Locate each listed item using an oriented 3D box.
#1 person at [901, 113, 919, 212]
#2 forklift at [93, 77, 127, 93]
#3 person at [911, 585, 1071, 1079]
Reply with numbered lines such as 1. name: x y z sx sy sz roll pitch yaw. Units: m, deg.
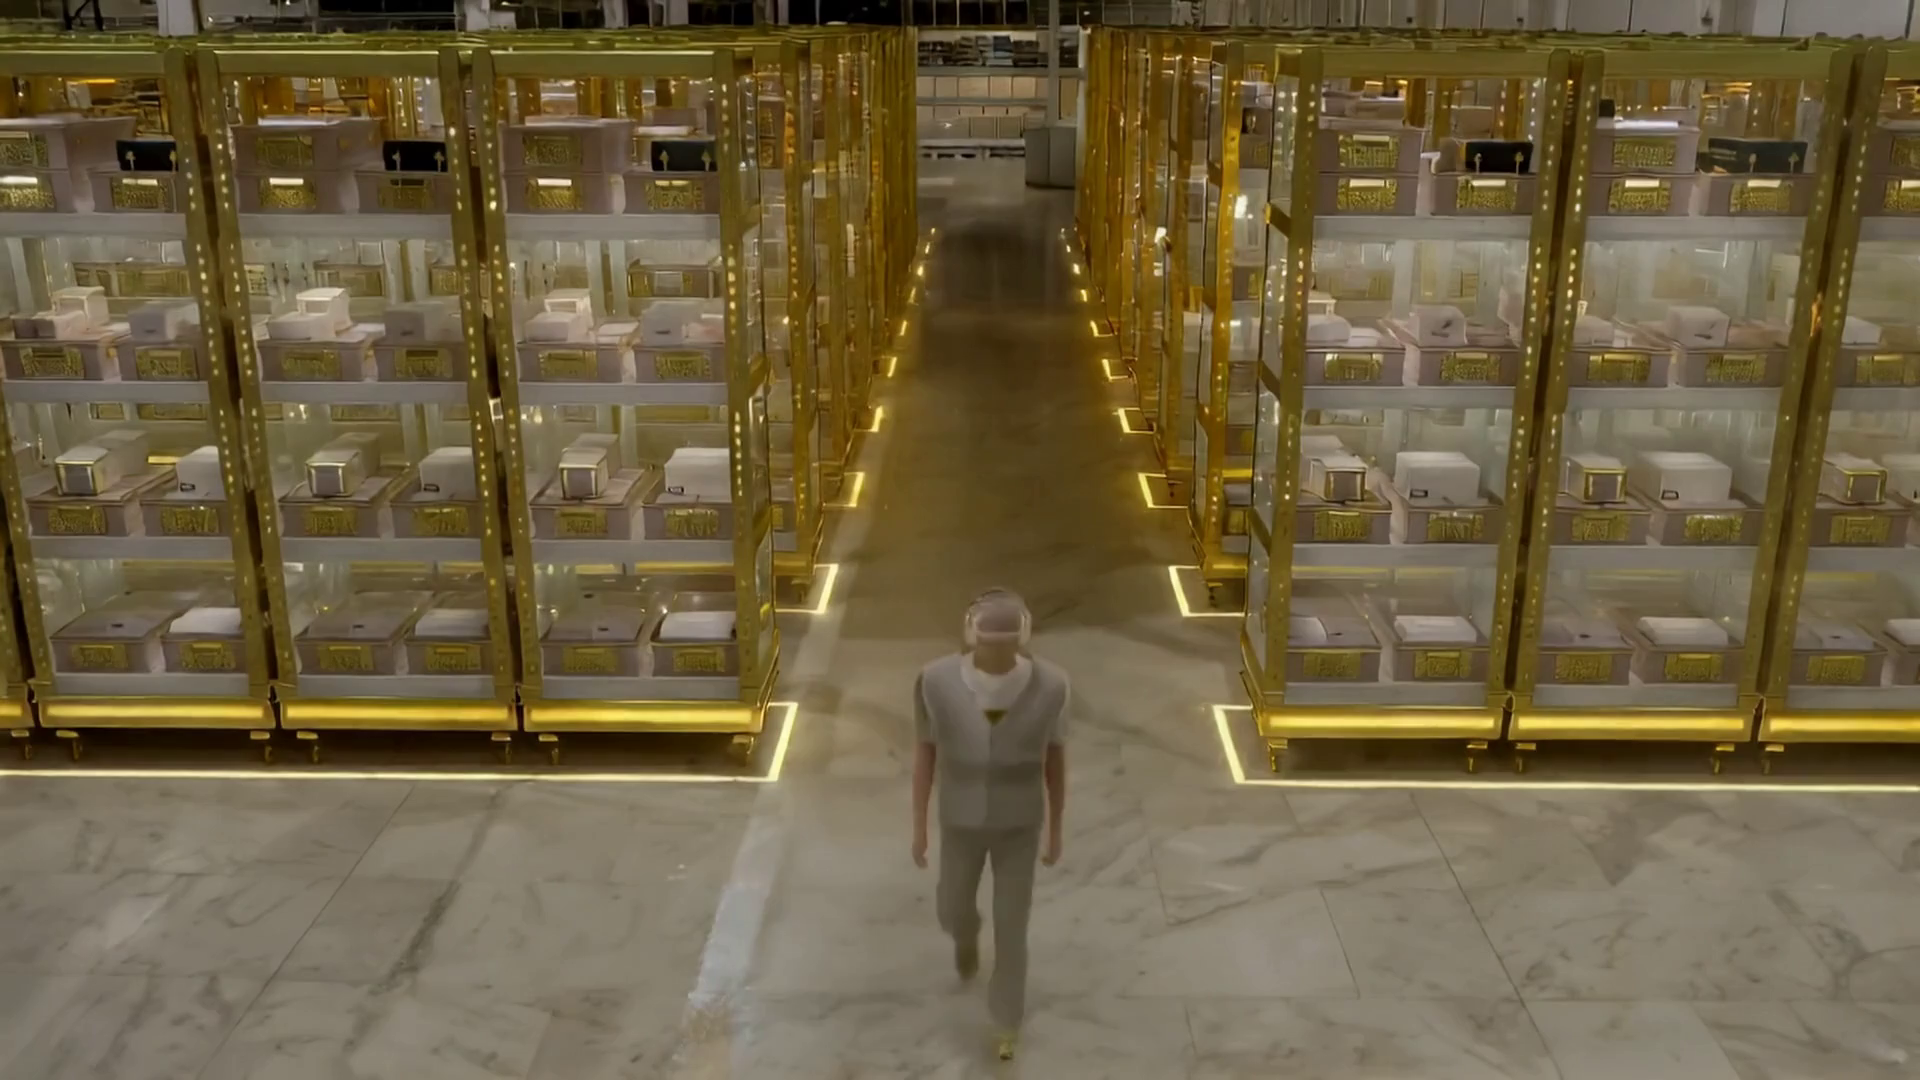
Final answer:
1. person: -1.064 -7.476 32.935 0.609 1.986 0.391 -16 23 -41
2. forklift: -24.420 -12.666 48.004 1.129 2.768 1.873 0 17 1
3. person: 0.108 1.011 6.137 0.583 1.826 0.705 0 17 -1
